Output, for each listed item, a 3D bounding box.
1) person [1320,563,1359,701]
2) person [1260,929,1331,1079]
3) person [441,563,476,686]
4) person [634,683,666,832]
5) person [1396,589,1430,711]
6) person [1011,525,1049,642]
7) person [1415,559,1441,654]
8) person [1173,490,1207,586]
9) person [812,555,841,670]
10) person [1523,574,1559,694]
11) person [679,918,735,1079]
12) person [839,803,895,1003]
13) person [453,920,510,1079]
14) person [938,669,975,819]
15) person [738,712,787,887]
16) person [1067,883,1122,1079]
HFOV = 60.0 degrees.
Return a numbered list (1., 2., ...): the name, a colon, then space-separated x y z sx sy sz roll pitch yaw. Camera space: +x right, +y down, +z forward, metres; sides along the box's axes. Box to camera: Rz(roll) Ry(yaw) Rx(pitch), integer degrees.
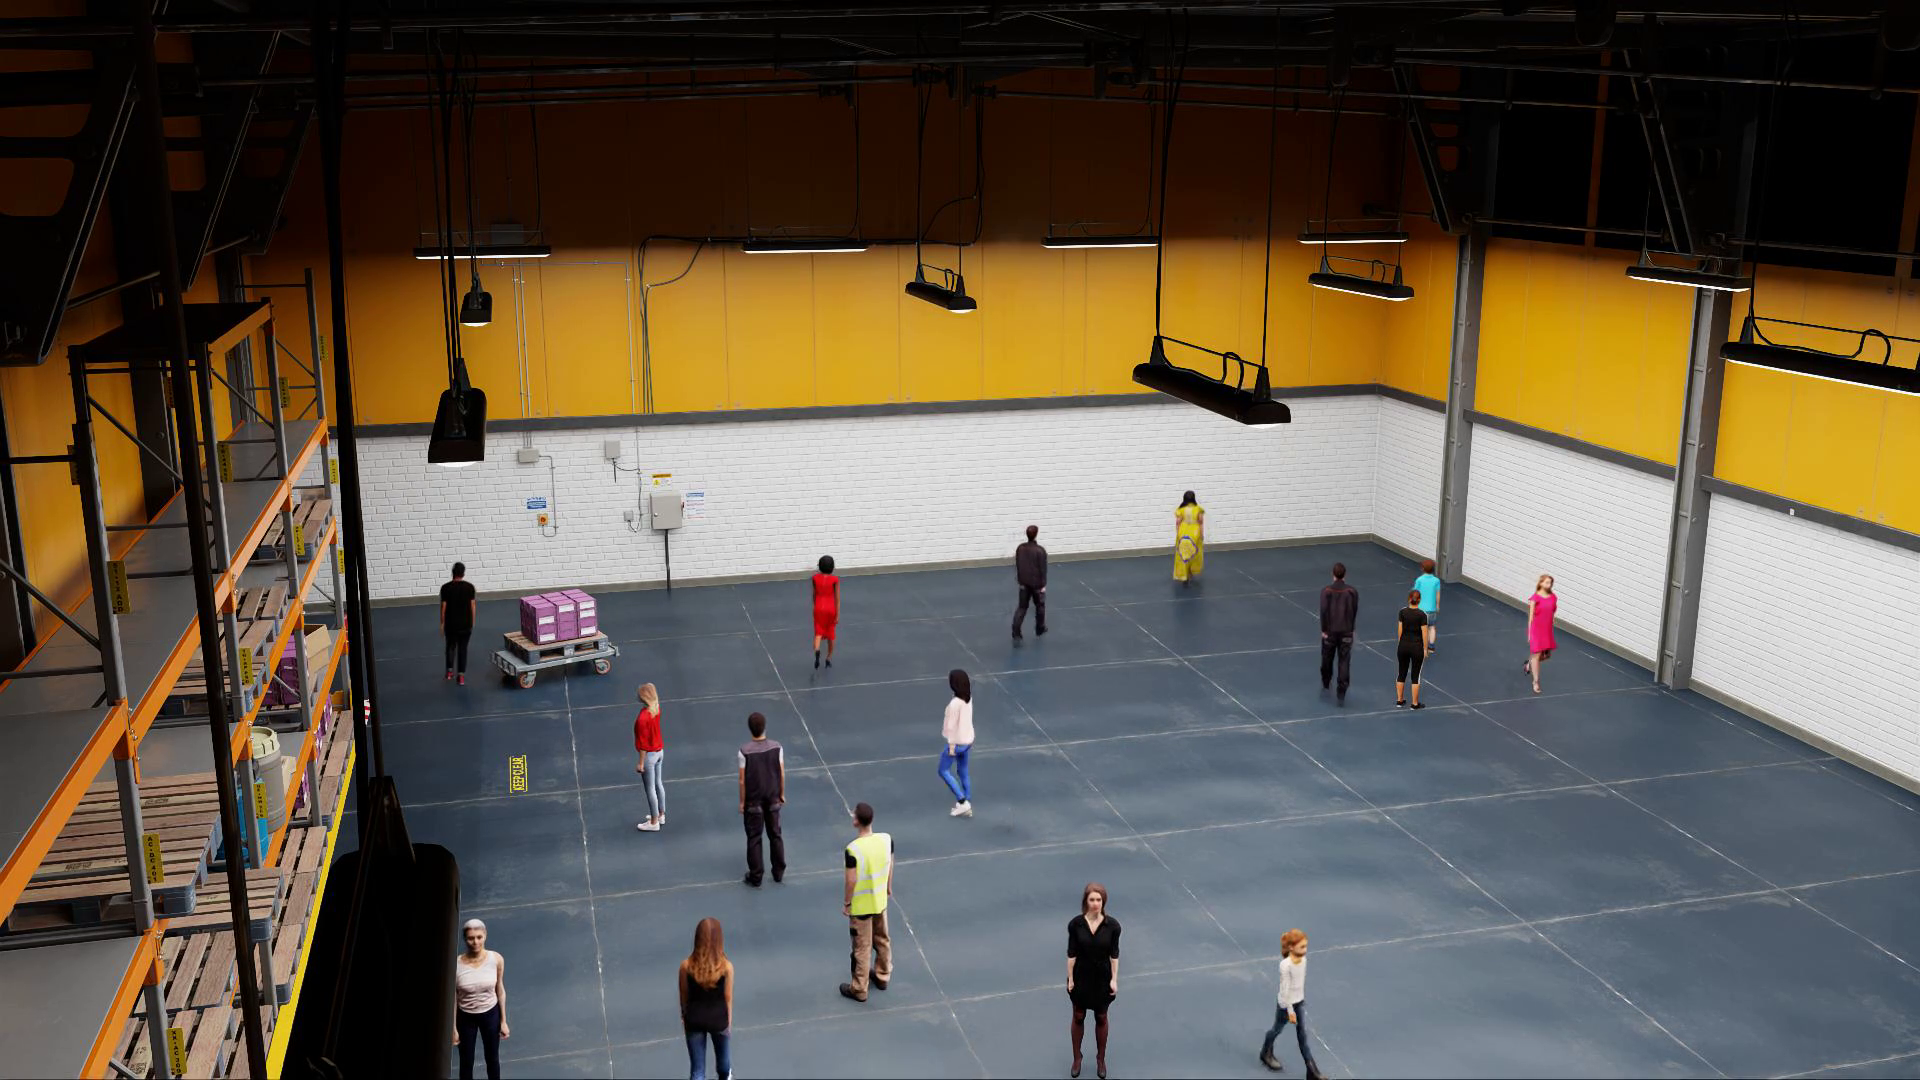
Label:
1. person: 5.234 1.297 22.944 1.015 1.873 1.312 2 14 7
2. person: 2.675 3.827 13.752 0.695 1.283 0.965 -10 17 -36
3. person: -7.097 1.215 23.592 0.659 1.728 0.688 -5 14 -20
4. person: -3.471 2.421 18.658 0.747 1.705 0.612 3 14 13
5. person: 6.151 1.474 22.651 0.641 1.667 0.731 11 18 39
6. person: 1.045 0.695 25.577 1.172 1.805 1.241 7 15 28
7. person: 7.026 0.995 25.103 0.619 1.445 0.636 3 14 11
8. person: 3.987 -0.009 28.899 1.018 1.610 1.381 2 14 6
9. person: -1.980 1.093 24.100 0.823 1.726 1.024 2 14 10
10. person: 8.100 1.279 23.363 0.584 1.712 0.810 -3 14 -12
11. person: -1.981 3.817 12.955 0.700 1.676 1.091 -1 14 -6
12. person: -0.839 3.239 14.982 0.834 1.846 0.873 -12 18 -41
13. person: -3.791 3.774 13.079 0.622 1.702 0.566 -5 15 -22
14. person: 0.062 2.335 18.902 0.843 1.757 0.788 8 16 31
15. person: -2.056 2.680 17.285 0.673 1.848 0.611 -6 15 -22
16. person: 1.085 3.621 13.703 0.646 1.706 0.609 1 14 5
